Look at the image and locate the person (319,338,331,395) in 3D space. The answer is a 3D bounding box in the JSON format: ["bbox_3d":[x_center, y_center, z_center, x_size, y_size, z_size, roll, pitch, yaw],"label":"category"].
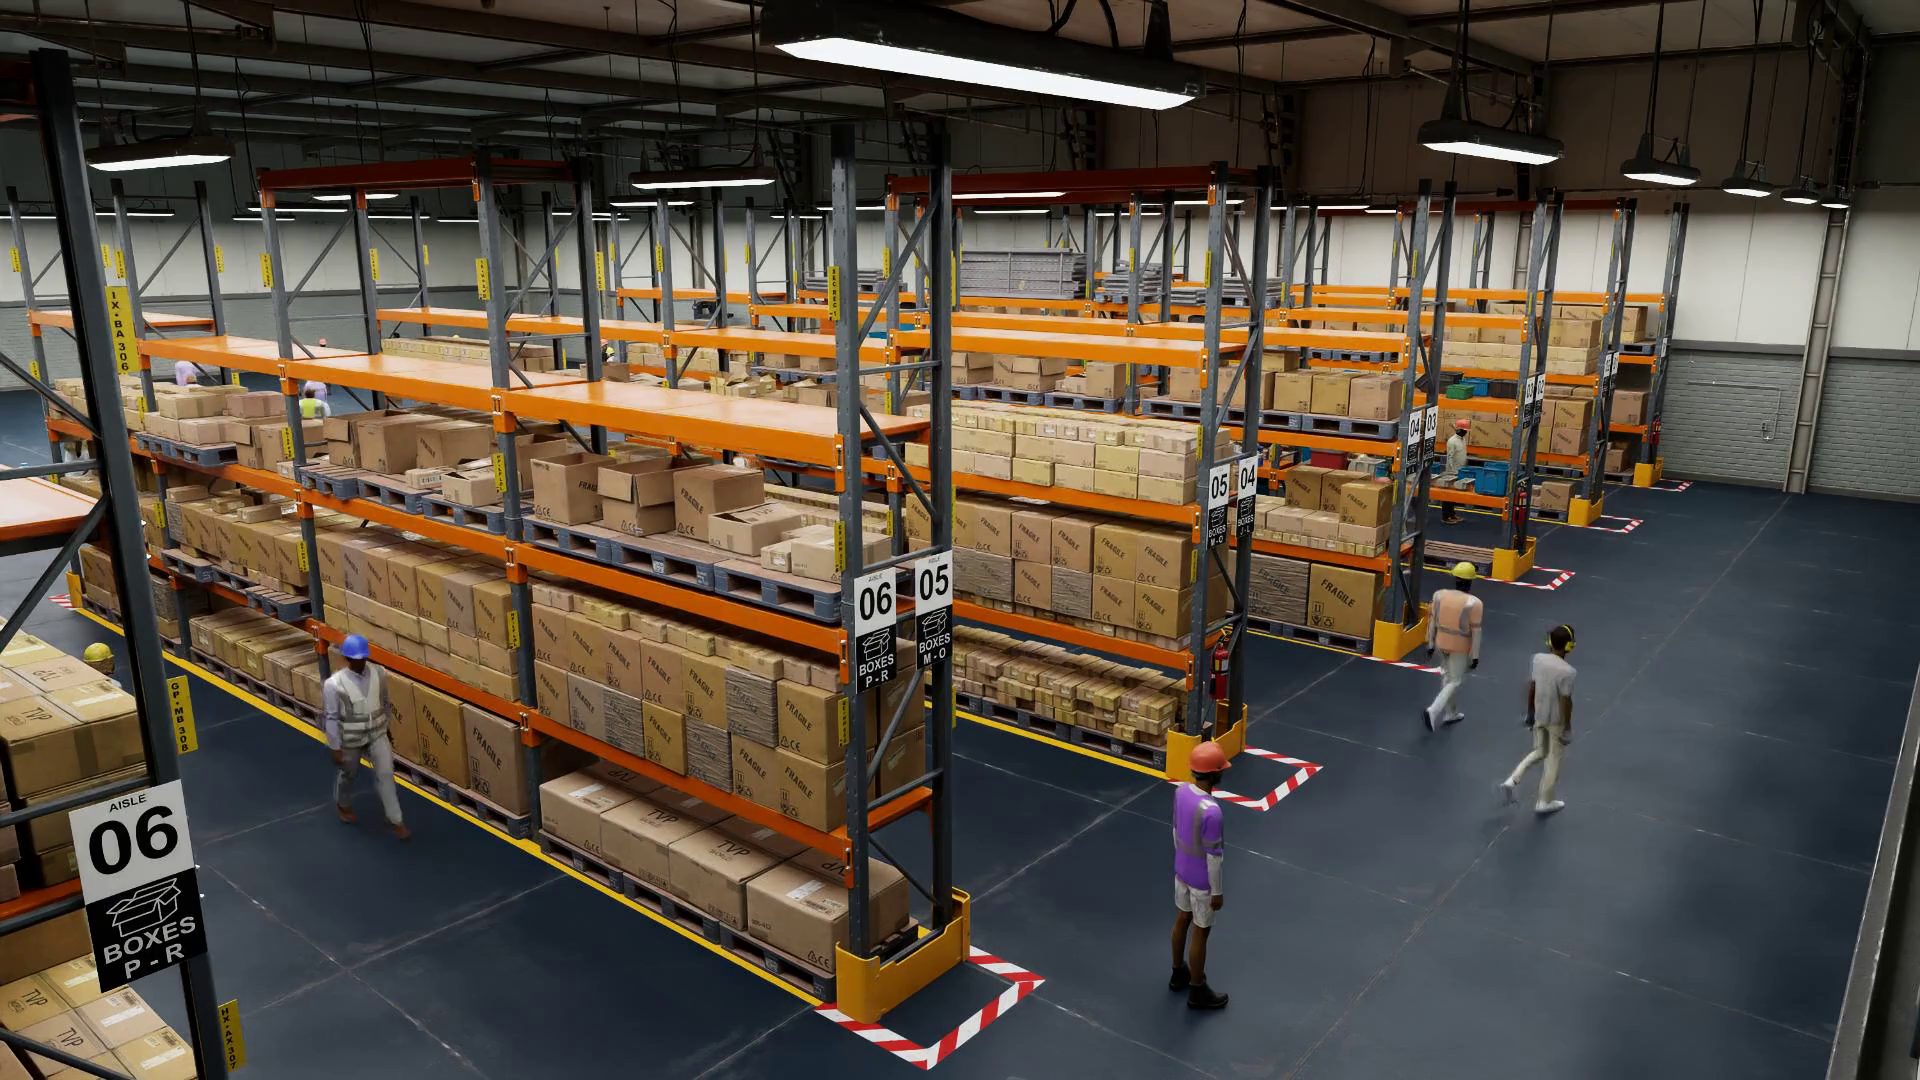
[{"bbox_3d":[-21.669,-5.917,42.959,0.573,1.925,0.496,-5,15,-21],"label":"person"}]

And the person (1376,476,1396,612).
[{"bbox_3d":[6.074,0.010,18.519,0.620,1.967,0.962,-5,15,-21],"label":"person"}]

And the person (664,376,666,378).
[{"bbox_3d":[-9.265,-5.116,39.635,0.545,1.938,0.362,-3,14,-11],"label":"person"}]

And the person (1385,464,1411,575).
[{"bbox_3d":[6.955,-0.338,20.270,1.030,1.803,0.550,9,16,33],"label":"person"}]

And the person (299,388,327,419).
[{"bbox_3d":[-15.469,-2.732,30.102,0.635,1.812,0.879,-3,14,-11],"label":"person"}]

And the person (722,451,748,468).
[{"bbox_3d":[-3.907,-0.844,22.171,0.589,1.894,0.964,-13,19,-42],"label":"person"}]

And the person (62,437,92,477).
[{"bbox_3d":[-18.807,-1.900,26.737,0.732,1.784,0.908,6,15,23],"label":"person"}]

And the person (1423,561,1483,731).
[{"bbox_3d":[5.400,1.172,13.863,0.797,1.903,0.594,-10,17,-35],"label":"person"}]

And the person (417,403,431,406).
[{"bbox_3d":[-14.659,-3.889,34.645,0.708,1.919,0.632,9,16,33],"label":"person"}]

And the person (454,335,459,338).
[{"bbox_3d":[-18.433,-6.628,46.213,0.534,1.767,0.314,2,14,10],"label":"person"}]

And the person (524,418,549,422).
[{"bbox_3d":[-10.266,-2.843,30.359,0.650,1.897,0.939,5,15,19],"label":"person"}]

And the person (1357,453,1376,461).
[{"bbox_3d":[7.439,-0.962,22.849,0.928,1.785,0.621,11,17,37],"label":"person"}]

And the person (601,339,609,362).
[{"bbox_3d":[-11.717,-5.661,41.764,0.392,1.991,0.612,2,14,8],"label":"person"}]

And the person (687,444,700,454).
[{"bbox_3d":[-4.584,-0.809,22.065,0.803,1.871,0.660,0,14,1],"label":"person"}]

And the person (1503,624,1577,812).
[{"bbox_3d":[5.510,1.690,11.836,0.568,1.853,0.509,-5,14,-19],"label":"person"}]

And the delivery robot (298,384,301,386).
[{"bbox_3d":[-22.732,-5.377,42.943,0.335,0.223,0.698,-4,14,-16],"label":"delivery robot"}]

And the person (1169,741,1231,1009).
[{"bbox_3d":[1.709,2.348,8.926,0.366,1.942,0.543,-4,14,-17],"label":"person"}]

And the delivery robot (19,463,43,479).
[{"bbox_3d":[-20.178,-1.415,27.187,0.707,0.478,0.477,6,15,24],"label":"delivery robot"}]

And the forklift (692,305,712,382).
[{"bbox_3d":[-9.511,-7.392,47.124,1.873,2.768,1.129,11,17,38],"label":"forklift"}]

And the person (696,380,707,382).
[{"bbox_3d":[-7.824,-4.605,37.698,0.980,1.850,0.669,10,17,36],"label":"person"}]

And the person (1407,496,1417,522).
[{"bbox_3d":[8.487,-1.281,24.067,0.966,1.856,0.605,12,18,41],"label":"person"}]

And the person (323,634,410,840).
[{"bbox_3d":[-5.485,1.751,11.477,0.998,1.905,0.635,11,17,37],"label":"person"}]

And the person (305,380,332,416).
[{"bbox_3d":[-16.901,-3.554,33.240,0.529,1.916,0.637,6,15,24],"label":"person"}]

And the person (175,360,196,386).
[{"bbox_3d":[-23.735,-4.846,38.634,0.576,1.889,0.645,4,14,15],"label":"person"}]

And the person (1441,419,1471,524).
[{"bbox_3d":[9.408,-1.311,23.882,0.388,1.987,0.608,12,18,41],"label":"person"}]

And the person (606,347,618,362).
[{"bbox_3d":[-11.186,-5.261,40.451,0.404,1.830,0.602,3,14,10],"label":"person"}]

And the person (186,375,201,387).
[{"bbox_3d":[-21.006,-3.729,34.592,0.419,1.616,0.515,6,15,24],"label":"person"}]

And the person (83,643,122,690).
[{"bbox_3d":[-7.862,1.793,11.644,0.483,1.737,0.320,3,14,12],"label":"person"}]

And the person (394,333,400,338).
[{"bbox_3d":[-21.551,-7.115,48.355,0.536,1.699,0.322,0,14,2],"label":"person"}]
